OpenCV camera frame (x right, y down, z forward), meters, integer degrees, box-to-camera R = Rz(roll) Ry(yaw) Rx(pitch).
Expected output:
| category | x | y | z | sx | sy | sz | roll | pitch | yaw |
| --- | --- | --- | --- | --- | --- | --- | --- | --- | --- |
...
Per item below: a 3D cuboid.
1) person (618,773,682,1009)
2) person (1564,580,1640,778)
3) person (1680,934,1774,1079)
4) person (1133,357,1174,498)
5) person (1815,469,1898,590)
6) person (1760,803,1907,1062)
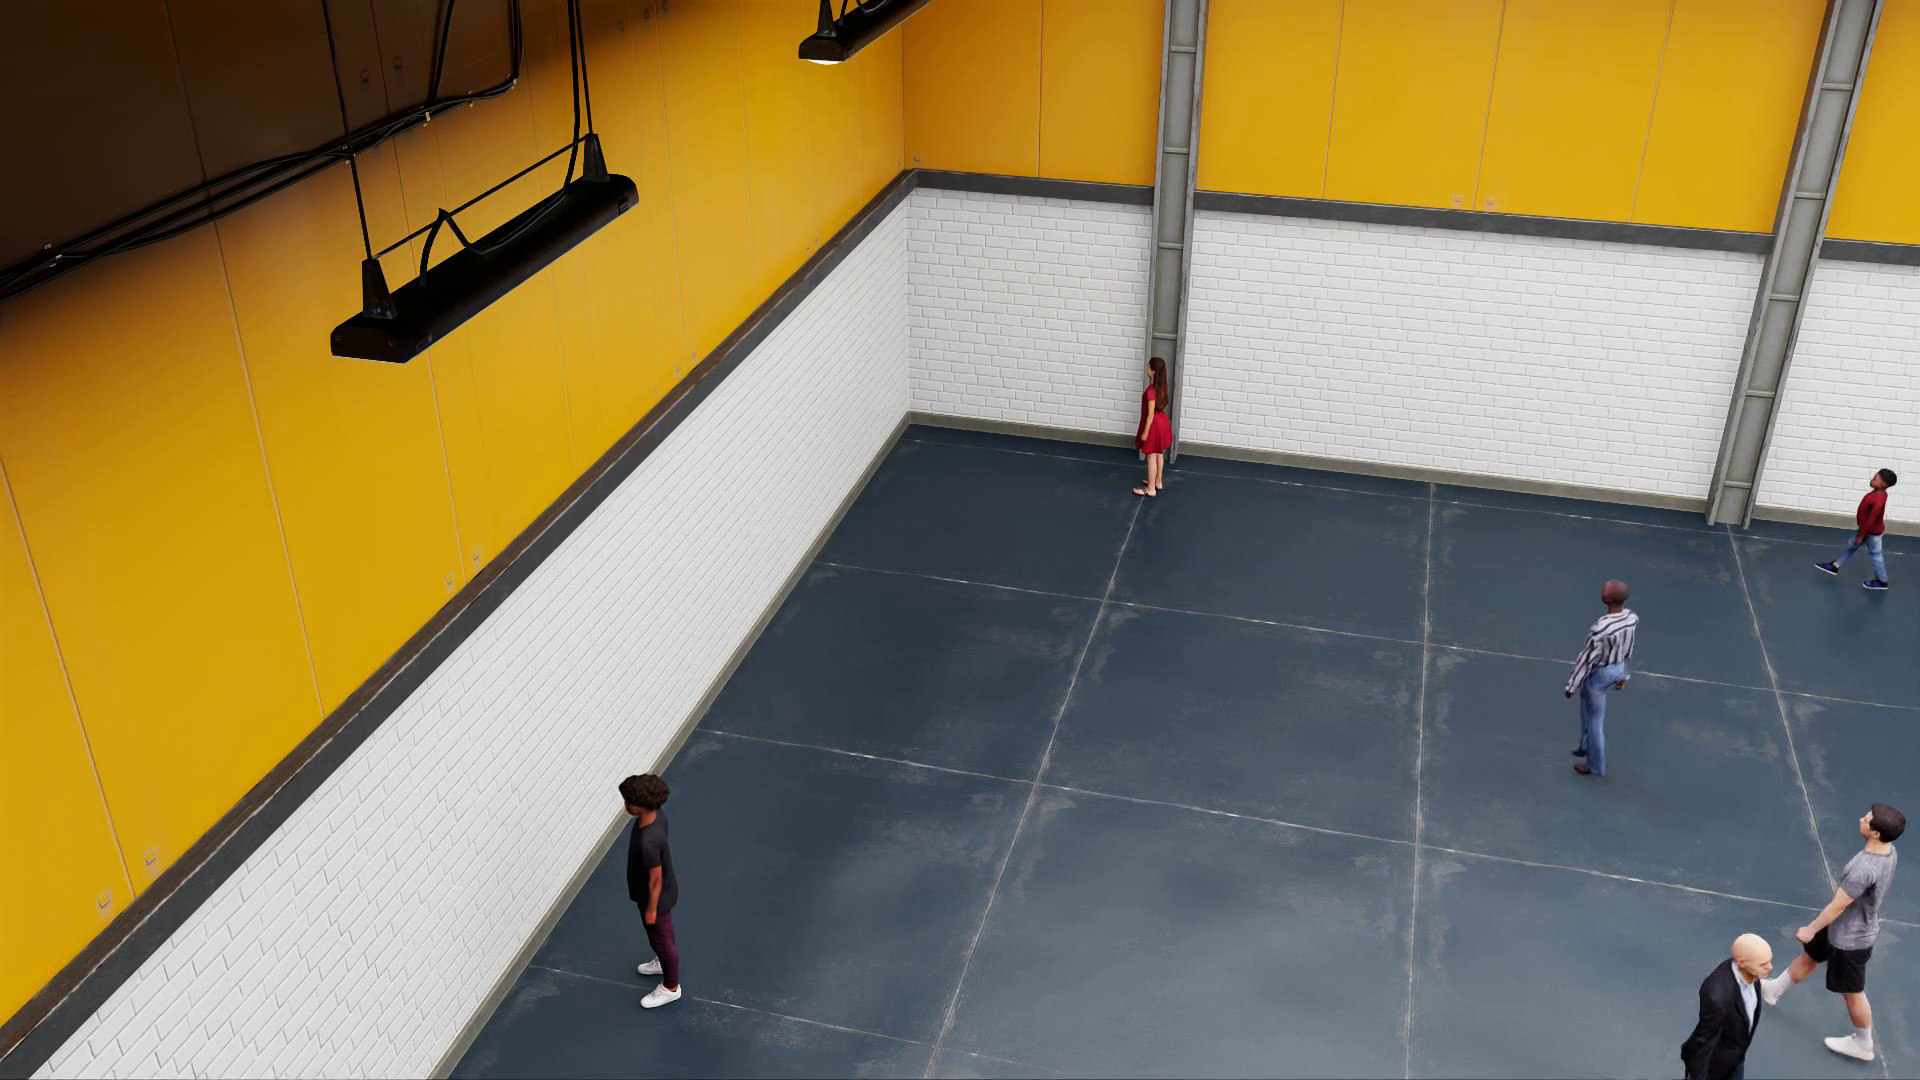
| category | x | y | z | sx | sy | sz | roll | pitch | yaw |
| --- | --- | --- | --- | --- | --- | --- | --- | --- | --- |
| person | -2.027 | 2.284 | 11.014 | 0.723 | 1.784 | 0.711 | -6 | 29 | -11 |
| person | 5.135 | 1.149 | 13.101 | 0.825 | 1.779 | 0.876 | -18 | 33 | -29 |
| person | 4.351 | 2.971 | 9.760 | 1.077 | 1.778 | 1.216 | -22 | 36 | -35 |
| person | 2.067 | -1.218 | 17.674 | 0.668 | 1.554 | 0.610 | 15 | 32 | 26 |
| person | 8.801 | -0.086 | 15.947 | 0.921 | 1.220 | 0.632 | 14 | 31 | 23 |
| person | 5.727 | 2.525 | 10.518 | 1.259 | 1.836 | 1.034 | 24 | 37 | 37 |
